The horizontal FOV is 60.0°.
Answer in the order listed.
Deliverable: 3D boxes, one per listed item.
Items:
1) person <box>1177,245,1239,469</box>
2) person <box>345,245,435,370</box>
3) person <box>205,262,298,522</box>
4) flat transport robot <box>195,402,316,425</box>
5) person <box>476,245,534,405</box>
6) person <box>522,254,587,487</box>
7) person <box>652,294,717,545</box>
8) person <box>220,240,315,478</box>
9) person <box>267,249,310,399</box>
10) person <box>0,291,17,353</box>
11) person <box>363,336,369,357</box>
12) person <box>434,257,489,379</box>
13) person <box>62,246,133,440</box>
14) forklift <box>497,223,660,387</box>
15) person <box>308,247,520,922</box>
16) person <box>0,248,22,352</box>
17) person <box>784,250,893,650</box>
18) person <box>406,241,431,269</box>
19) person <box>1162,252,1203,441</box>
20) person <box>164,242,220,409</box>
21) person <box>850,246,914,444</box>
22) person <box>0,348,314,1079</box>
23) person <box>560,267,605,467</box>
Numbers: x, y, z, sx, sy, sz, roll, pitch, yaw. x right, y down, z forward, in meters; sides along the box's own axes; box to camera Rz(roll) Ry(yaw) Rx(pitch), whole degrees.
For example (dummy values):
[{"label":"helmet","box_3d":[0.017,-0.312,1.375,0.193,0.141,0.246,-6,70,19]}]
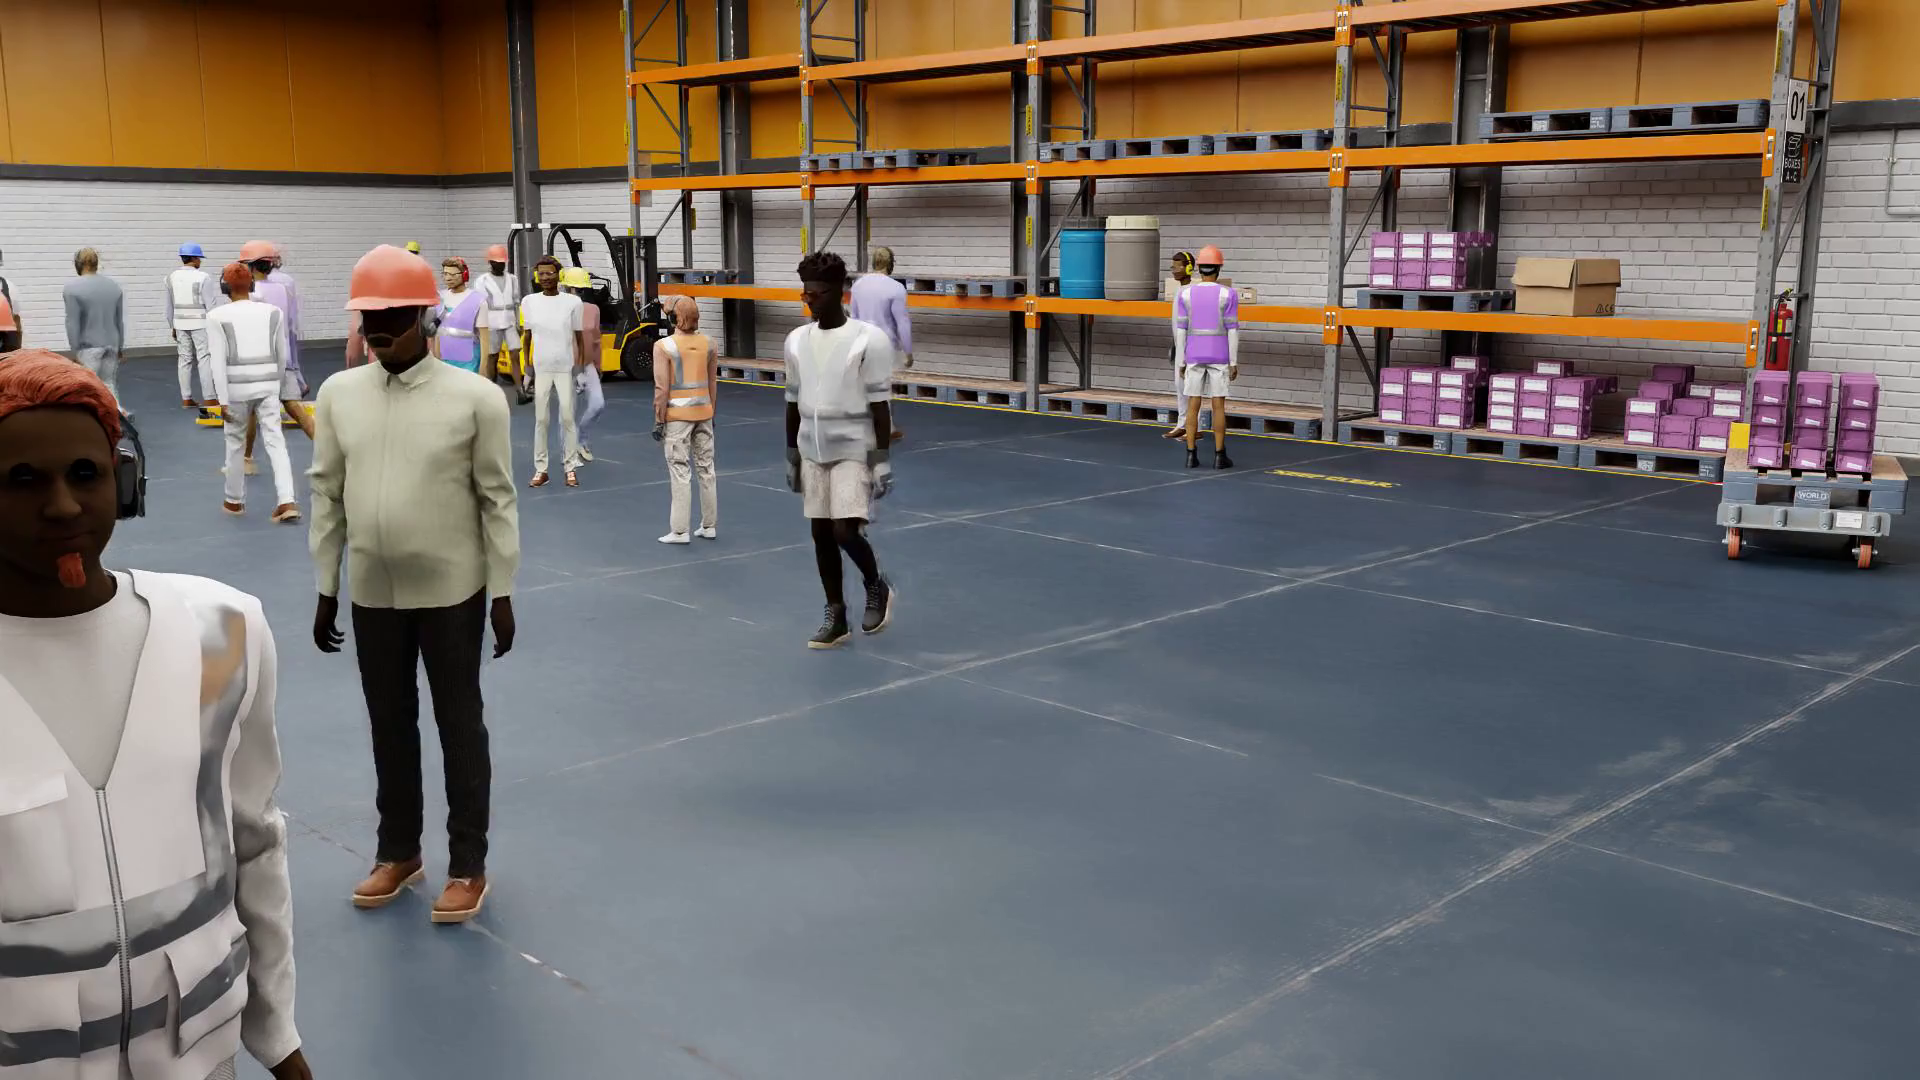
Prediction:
[{"label":"person","box_3d":[2.153,-1.579,14.435,0.542,1.939,0.356,4,11,21]},{"label":"person","box_3d":[-4.542,-1.357,13.211,1.025,1.937,0.629,10,14,44]},{"label":"person","box_3d":[-5.028,-1.045,11.825,0.579,1.841,0.973,-9,14,-41]},{"label":"flat transport robot","box_3d":[-7.314,-1.353,17.752,1.431,0.197,0.652,1,10,5]},{"label":"person","box_3d":[-5.424,-2.539,19.771,0.579,1.893,0.919,-8,13,-38]},{"label":"person","box_3d":[-3.270,-1.355,13.410,0.514,1.867,0.332,-1,10,-3]},{"label":"person","box_3d":[-1.795,-0.788,10.924,0.307,1.645,0.513,9,14,40]},{"label":"person","box_3d":[-5.703,-1.492,13.843,1.065,1.995,0.609,3,11,18]},{"label":"person","box_3d":[-8.258,-2.568,20.074,0.648,1.844,1.020,-1,10,-5]},{"label":"person","box_3d":[-2.962,0.135,5.207,0.537,1.903,0.941,-7,13,-34]},{"label":"person","box_3d":[-6.354,-2.213,18.495,0.537,1.710,0.931,-2,11,-9]},{"label":"person","box_3d":[-4.290,-1.518,14.373,0.571,1.841,0.401,5,12,26]},{"label":"person","box_3d":[-8.268,-1.858,16.024,0.638,1.923,0.632,5,11,24]},{"label":"forklift","box_3d":[-5.316,-3.263,22.920,2.313,2.155,1.214,-10,14,-44]},{"label":"person","box_3d":[-1.631,0.154,4.921,0.622,1.992,0.514,1,10,7]},{"label":"person","box_3d":[-9.056,-1.814,15.438,0.674,2.000,0.947,-9,14,-41]},{"label":"person","box_3d":[-0.598,-0.427,8.109,0.628,1.948,0.455,6,12,31]},{"label":"person","box_3d":[-8.672,-3.780,26.470,0.595,1.923,0.374,-1,10,-6]},{"label":"person","box_3d":[2.227,-1.908,16.459,0.318,1.860,0.509,-4,11,-19]},{"label":"person","box_3d":[-8.922,-2.490,19.379,0.608,1.943,0.402,2,11,11]},{"label":"person","box_3d":[-0.669,-1.830,15.864,0.662,1.910,0.844,9,14,40]},{"label":"person","box_3d":[-1.130,0.698,2.170,0.355,1.882,0.576,10,14,42]},{"label":"person","box_3d":[-3.324,-1.496,14.505,0.438,1.741,0.588,9,14,40]}]
